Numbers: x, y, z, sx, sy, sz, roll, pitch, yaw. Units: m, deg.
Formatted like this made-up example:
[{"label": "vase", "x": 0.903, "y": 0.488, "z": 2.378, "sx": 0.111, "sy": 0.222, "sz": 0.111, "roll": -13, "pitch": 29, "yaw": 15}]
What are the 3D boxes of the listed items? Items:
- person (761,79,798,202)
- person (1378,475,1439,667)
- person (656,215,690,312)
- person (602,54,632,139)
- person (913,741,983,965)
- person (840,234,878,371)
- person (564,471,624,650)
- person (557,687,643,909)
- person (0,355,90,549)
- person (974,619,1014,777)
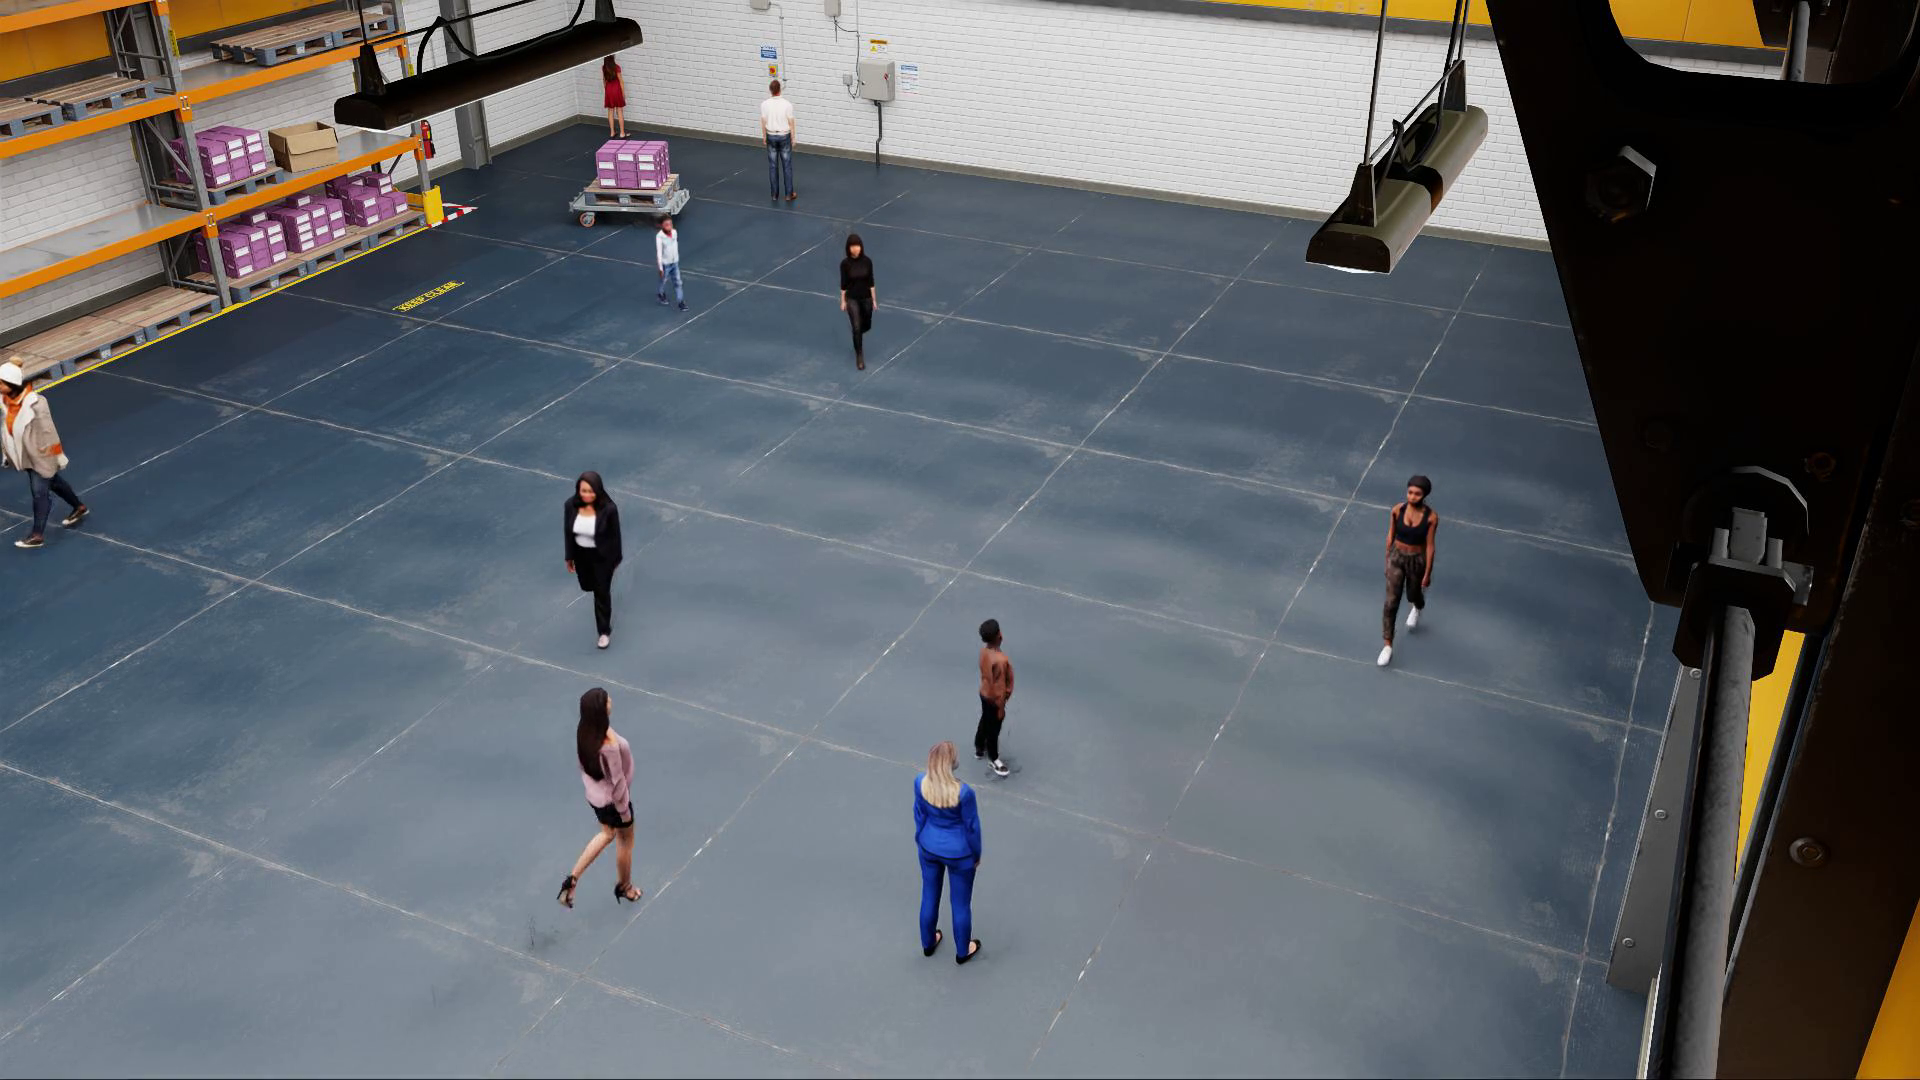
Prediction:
[{"label": "person", "x": -2.811, "y": -6.195, "z": 25.747, "sx": 0.739, "sy": 1.855, "sz": 0.710, "roll": 2, "pitch": 29, "yaw": 3}, {"label": "person", "x": 3.860, "y": 0.191, "z": 14.229, "sx": 0.633, "sy": 1.674, "sz": 1.124, "roll": 15, "pitch": 32, "yaw": 26}, {"label": "person", "x": -3.841, "y": -3.638, "z": 21.711, "sx": 0.885, "sy": 1.232, "sz": 0.806, "roll": -21, "pitch": 35, "yaw": -33}, {"label": "person", "x": -6.045, "y": -7.824, "z": 29.048, "sx": 0.572, "sy": 1.554, "sz": 0.635, "roll": 8, "pitch": 30, "yaw": 15}, {"label": "person", "x": -0.090, "y": 2.035, "z": 10.823, "sx": 0.608, "sy": 1.699, "sz": 0.524, "roll": 13, "pitch": 31, "yaw": 22}, {"label": "person", "x": -1.228, "y": -2.897, "z": 19.944, "sx": 0.930, "sy": 1.623, "sz": 1.015, "roll": -8, "pitch": 30, "yaw": -14}, {"label": "person", "x": -3.178, "y": 0.097, "z": 14.492, "sx": 0.878, "sy": 1.587, "sz": 1.126, "roll": 2, "pitch": 29, "yaw": 3}, {"label": "person", "x": -2.431, "y": 1.798, "z": 11.152, "sx": 0.973, "sy": 1.800, "sz": 0.818, "roll": -24, "pitch": 37, "yaw": -37}, {"label": "person", "x": -8.842, "y": -0.898, "z": 16.050, "sx": 0.727, "sy": 1.843, "sz": 1.151, "roll": 12, "pitch": 31, "yaw": 20}, {"label": "person", "x": 0.251, "y": 1.221, "z": 12.798, "sx": 0.735, "sy": 1.237, "sz": 0.670, "roll": -2, "pitch": 29, "yaw": -4}]
